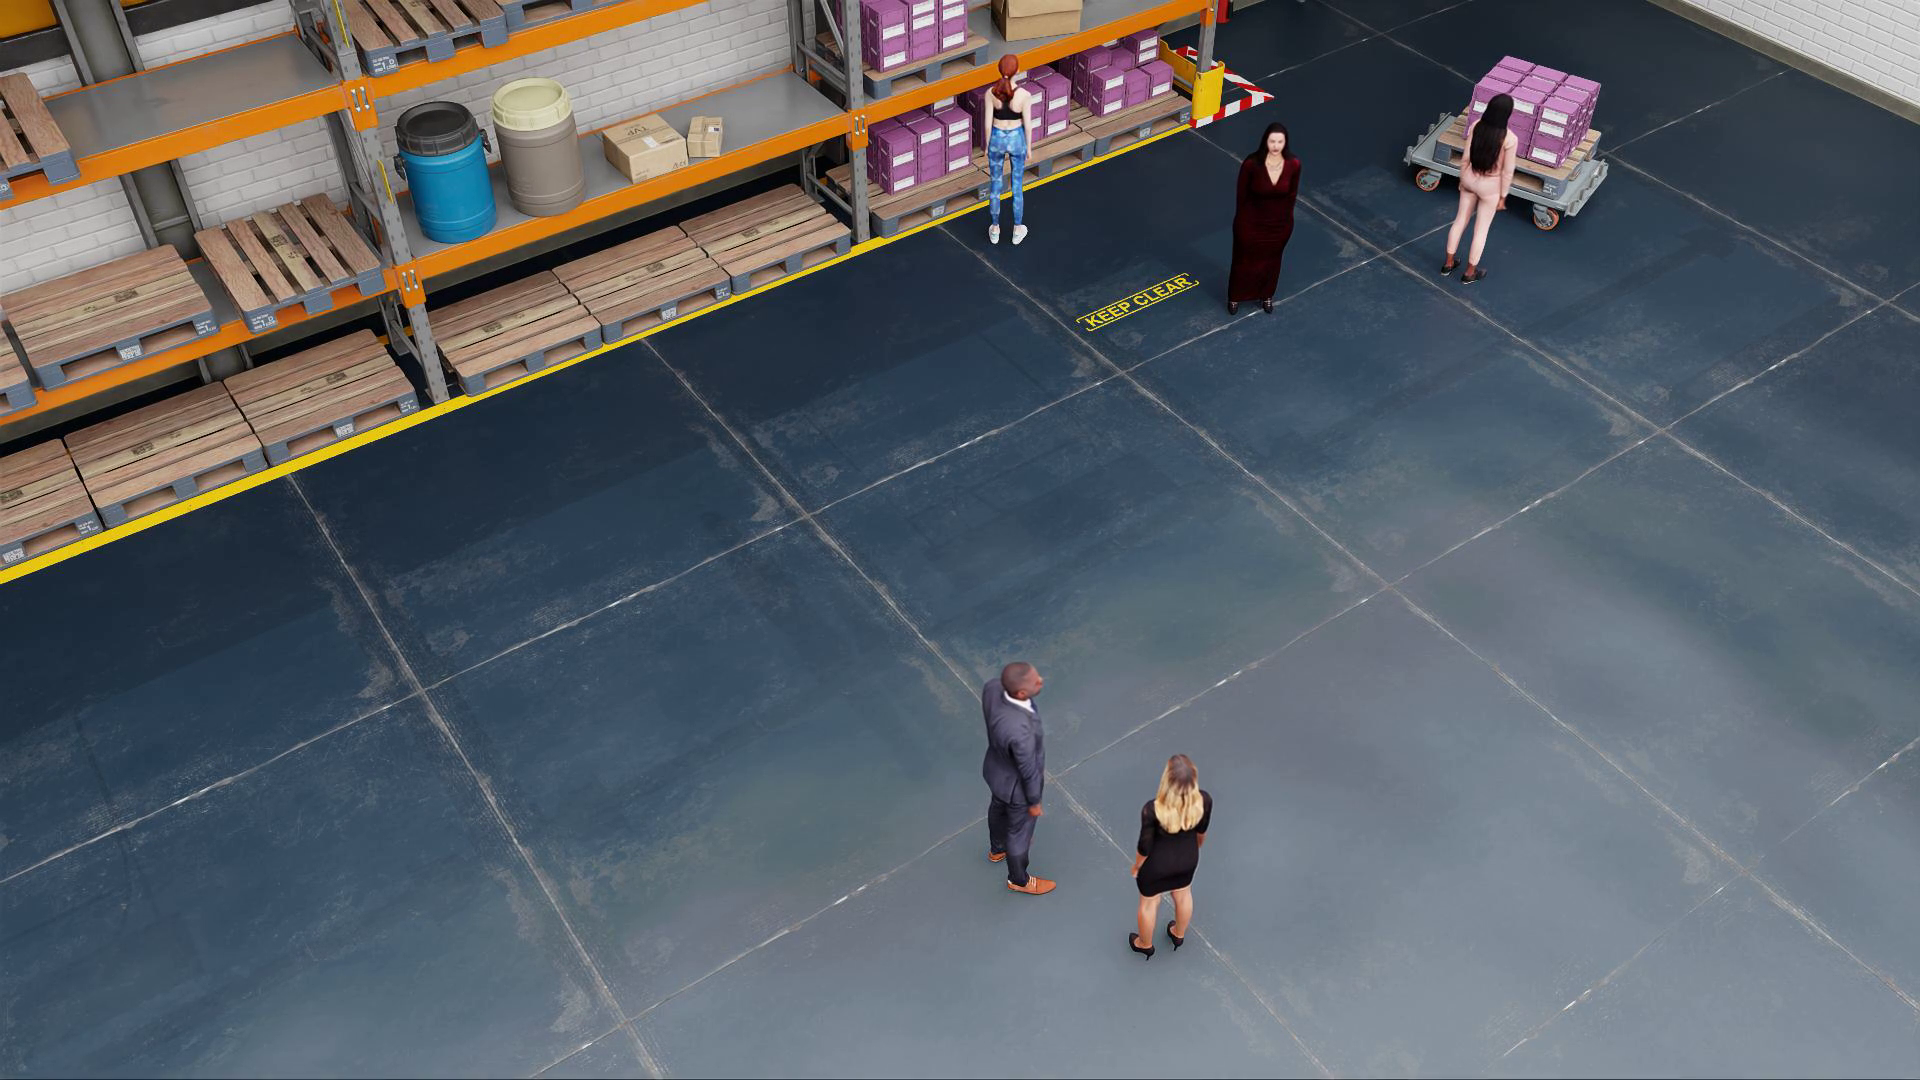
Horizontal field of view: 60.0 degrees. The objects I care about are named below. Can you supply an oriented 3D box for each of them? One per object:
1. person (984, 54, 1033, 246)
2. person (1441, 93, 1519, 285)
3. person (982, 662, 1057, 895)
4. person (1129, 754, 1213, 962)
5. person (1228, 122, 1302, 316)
[{"bbox_3d":[0.408,-3.377,14.391,0.685,1.785,0.750,4,44,4],"label":"person"},{"bbox_3d":[4.390,-2.963,14.005,0.542,1.720,0.632,-31,52,-28],"label":"person"},{"bbox_3d":[0.314,1.330,9.423,0.696,1.824,0.749,-14,45,-15],"label":"person"},{"bbox_3d":[1.135,1.747,9.092,0.496,1.676,0.665,-12,45,-13],"label":"person"},{"bbox_3d":[2.480,-2.625,13.622,0.712,1.758,0.818,-3,44,-3],"label":"person"}]
